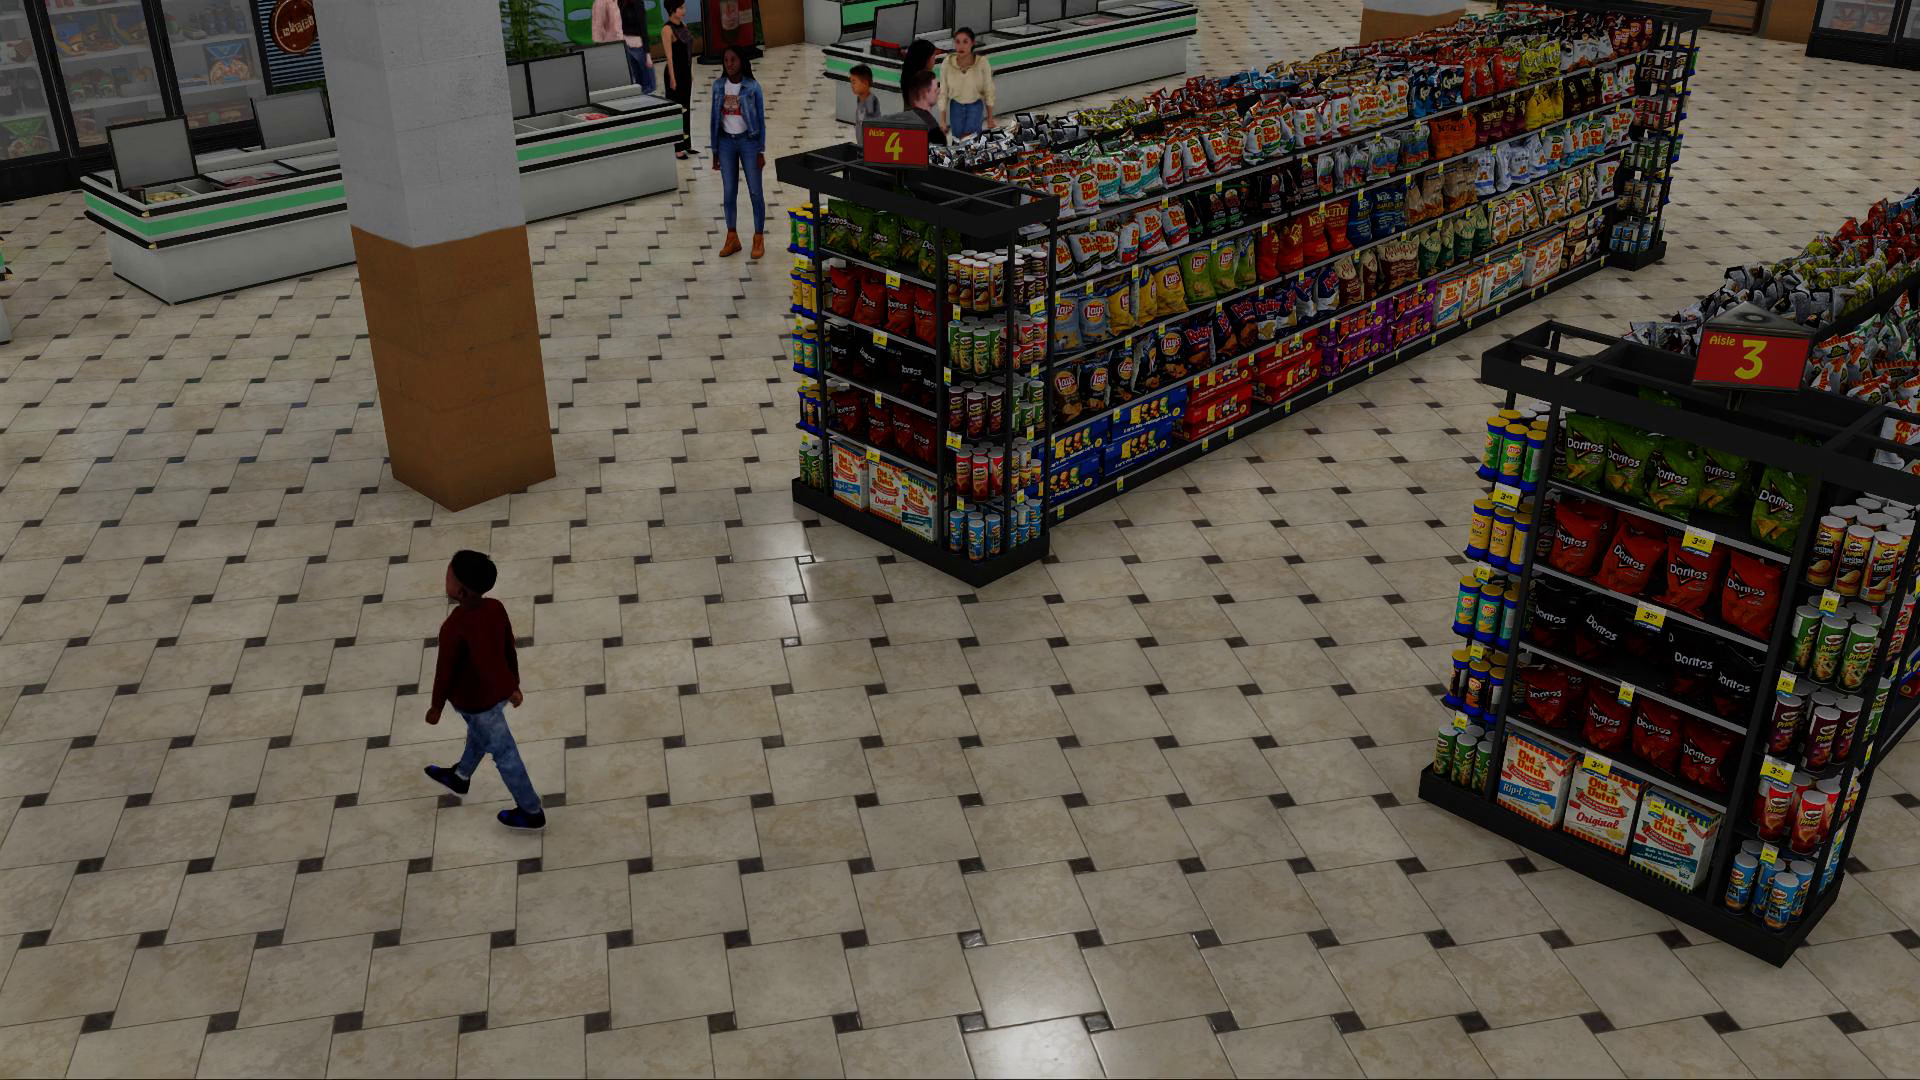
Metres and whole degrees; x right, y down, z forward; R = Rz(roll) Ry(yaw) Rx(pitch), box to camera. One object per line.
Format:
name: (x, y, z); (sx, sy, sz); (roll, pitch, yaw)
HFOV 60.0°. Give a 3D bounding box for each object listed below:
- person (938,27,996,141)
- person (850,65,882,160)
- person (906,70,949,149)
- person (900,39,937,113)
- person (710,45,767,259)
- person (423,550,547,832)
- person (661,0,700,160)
person: (0.081, -3.788, 14.965); (1.057, 1.582, 1.280); (6, 28, 12)
person: (-0.727, -3.454, 14.461); (0.899, 1.443, 0.758); (-14, 30, -25)
person: (-0.343, -2.496, 12.150); (1.023, 1.824, 0.835); (-14, 30, -26)
person: (-0.467, -3.155, 13.521); (0.907, 1.759, 0.833); (-8, 28, -15)
person: (-1.801, -3.179, 13.621); (0.684, 1.713, 0.693); (6, 27, 11)
person: (-1.849, 0.635, 6.641); (0.798, 1.223, 0.855); (8, 28, 16)
person: (-2.820, -4.639, 16.621); (0.710, 1.603, 0.601); (8, 28, 15)
